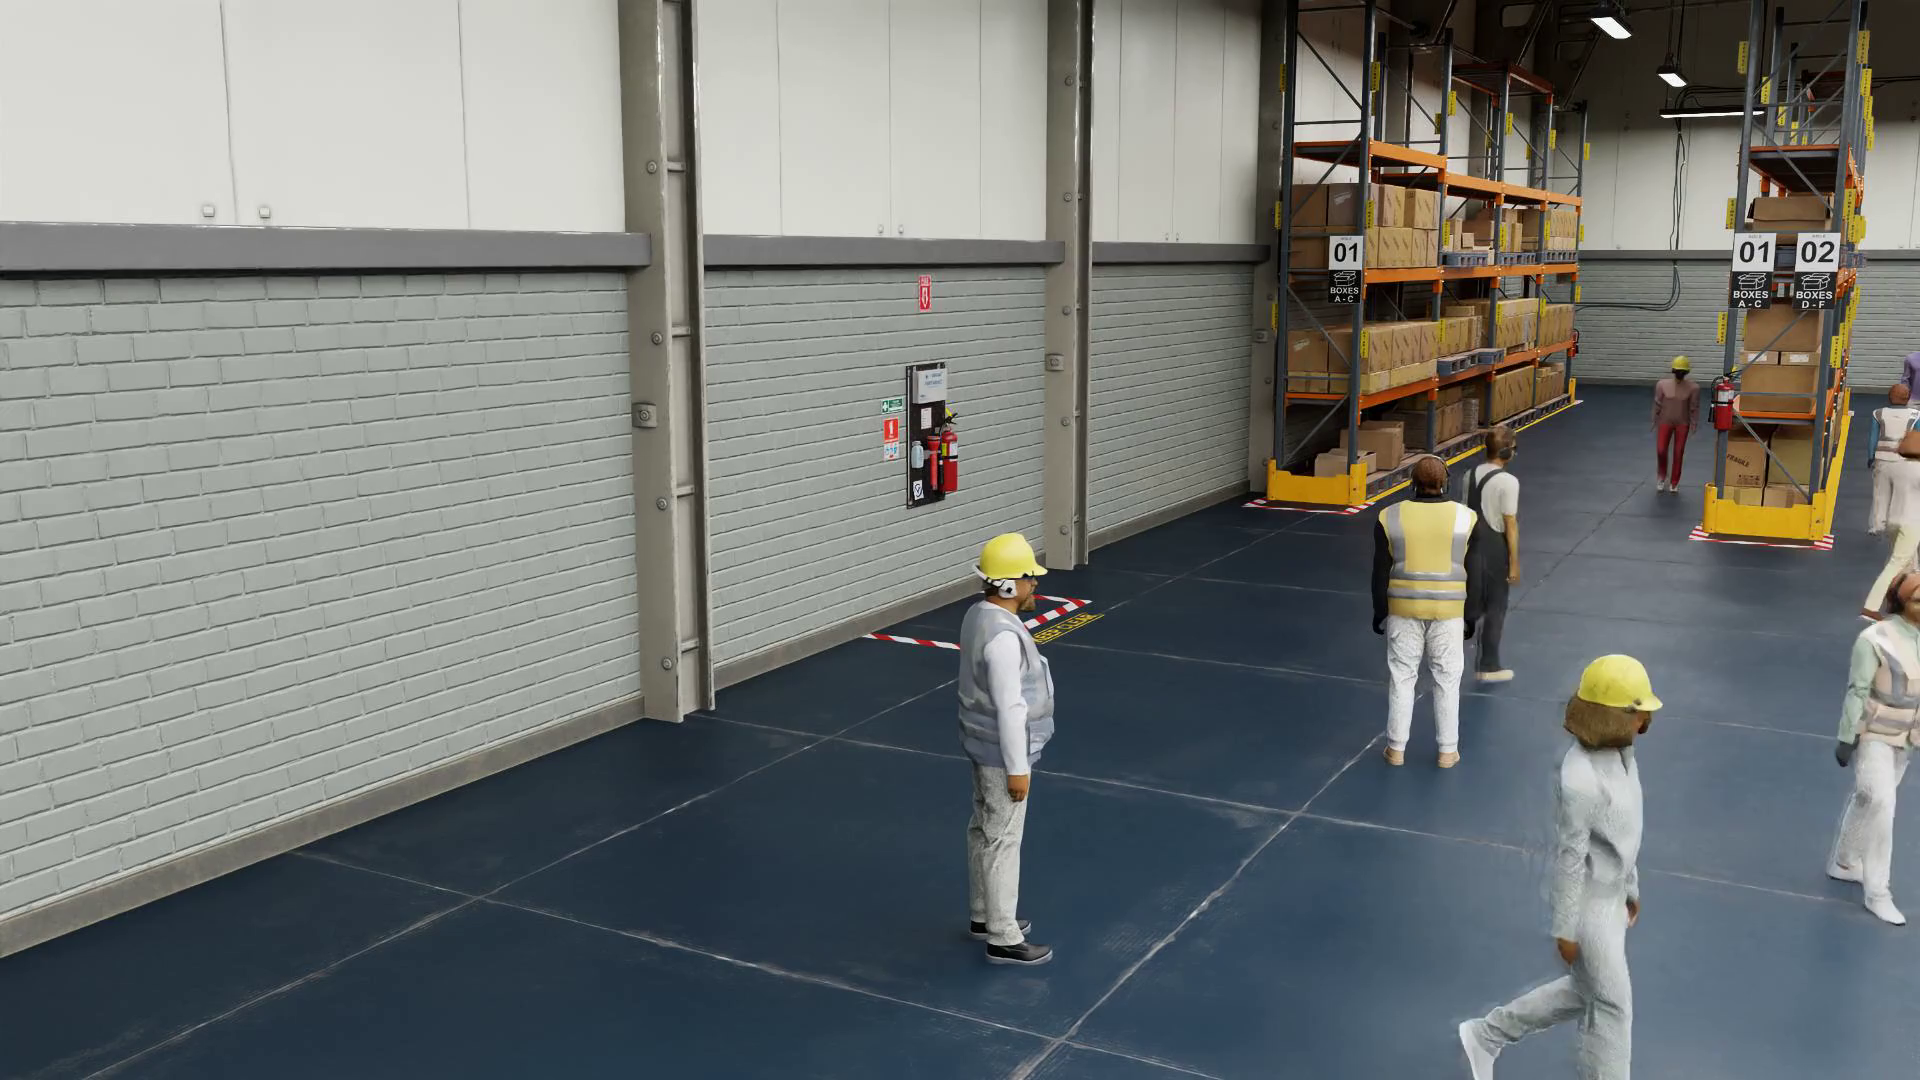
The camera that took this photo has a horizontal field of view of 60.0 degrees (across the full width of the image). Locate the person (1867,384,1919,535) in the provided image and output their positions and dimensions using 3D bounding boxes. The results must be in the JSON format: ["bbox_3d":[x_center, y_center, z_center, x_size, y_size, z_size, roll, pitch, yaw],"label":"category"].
[{"bbox_3d":[9.985,-0.847,17.781,0.521,1.637,0.307,6,11,32],"label":"person"}]

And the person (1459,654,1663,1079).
[{"bbox_3d":[2.058,1.198,5.566,0.698,1.719,0.493,7,12,34],"label":"person"}]

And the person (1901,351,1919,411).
[{"bbox_3d":[13.531,-1.948,23.344,0.627,1.941,0.371,9,13,42],"label":"person"}]

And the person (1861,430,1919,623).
[{"bbox_3d":[7.750,-0.109,13.612,0.868,1.590,0.502,-2,10,-12],"label":"person"}]

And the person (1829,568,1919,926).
[{"bbox_3d":[4.253,0.904,7.643,0.530,1.604,0.589,-4,10,-21],"label":"person"}]

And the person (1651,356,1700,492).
[{"bbox_3d":[9.047,-1.462,21.037,0.557,1.743,0.518,4,11,24],"label":"person"}]

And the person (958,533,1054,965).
[{"bbox_3d":[0.199,0.878,7.100,0.403,1.835,0.587,-2,10,-12],"label":"person"}]

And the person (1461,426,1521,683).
[{"bbox_3d":[3.644,0.115,11.604,0.543,1.825,0.507,-4,10,-20],"label":"person"}]

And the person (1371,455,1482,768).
[{"bbox_3d":[2.727,0.421,9.759,0.622,1.845,0.429,2,10,14],"label":"person"}]
